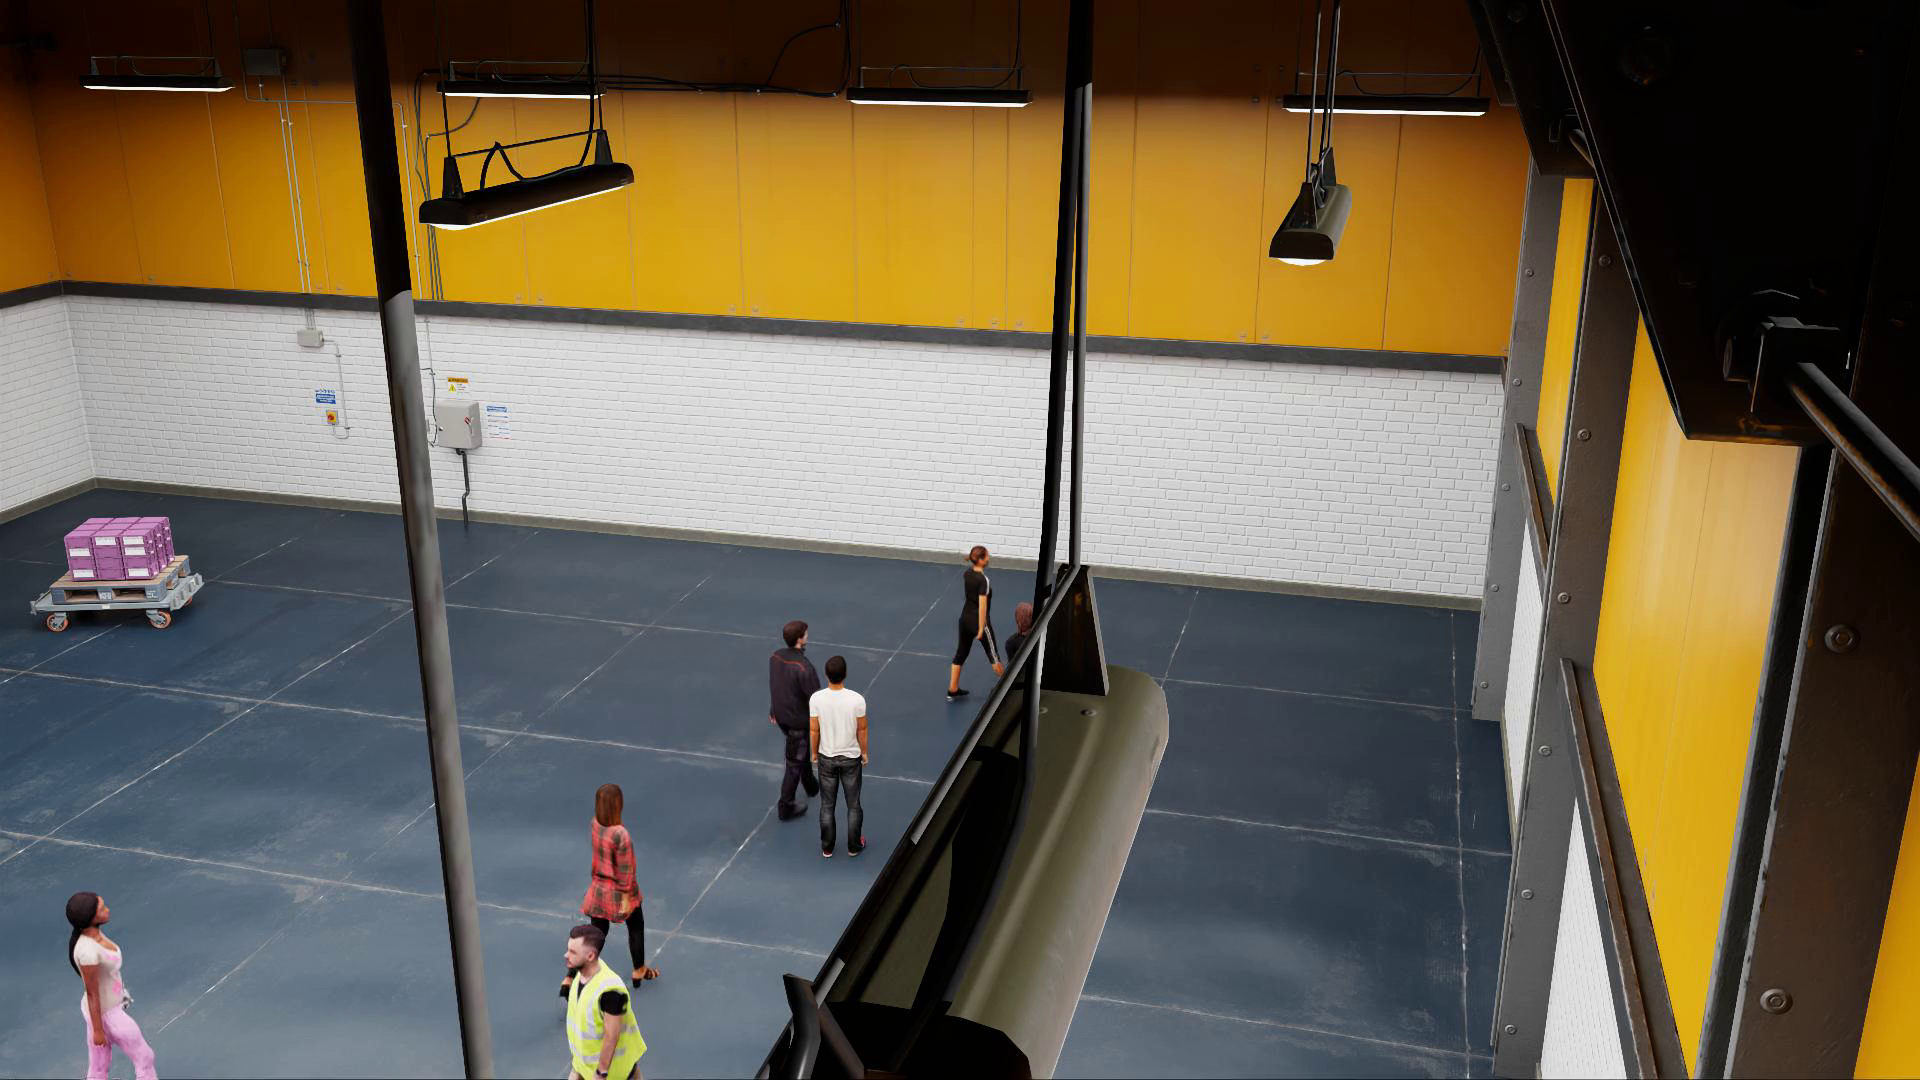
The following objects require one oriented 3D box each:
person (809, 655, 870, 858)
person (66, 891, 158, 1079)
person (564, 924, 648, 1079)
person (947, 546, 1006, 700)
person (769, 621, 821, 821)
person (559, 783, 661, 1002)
[{"bbox_3d":[-1.020,1.817,14.007,0.684,1.804,0.618,0,19,1],"label":"person"},{"bbox_3d":[-5.509,3.033,10.522,0.968,1.723,0.911,-10,21,-28],"label":"person"},{"bbox_3d":[-2.088,3.148,10.088,1.280,1.783,1.134,-14,23,-36],"label":"person"},{"bbox_3d":[0.088,0.876,17.083,1.122,1.623,1.026,-12,22,-31],"label":"person"},{"bbox_3d":[-1.514,1.608,14.614,1.115,1.811,1.011,-17,25,-41],"label":"person"},{"bbox_3d":[-2.564,2.577,11.951,0.926,1.675,1.151,15,24,38],"label":"person"}]
